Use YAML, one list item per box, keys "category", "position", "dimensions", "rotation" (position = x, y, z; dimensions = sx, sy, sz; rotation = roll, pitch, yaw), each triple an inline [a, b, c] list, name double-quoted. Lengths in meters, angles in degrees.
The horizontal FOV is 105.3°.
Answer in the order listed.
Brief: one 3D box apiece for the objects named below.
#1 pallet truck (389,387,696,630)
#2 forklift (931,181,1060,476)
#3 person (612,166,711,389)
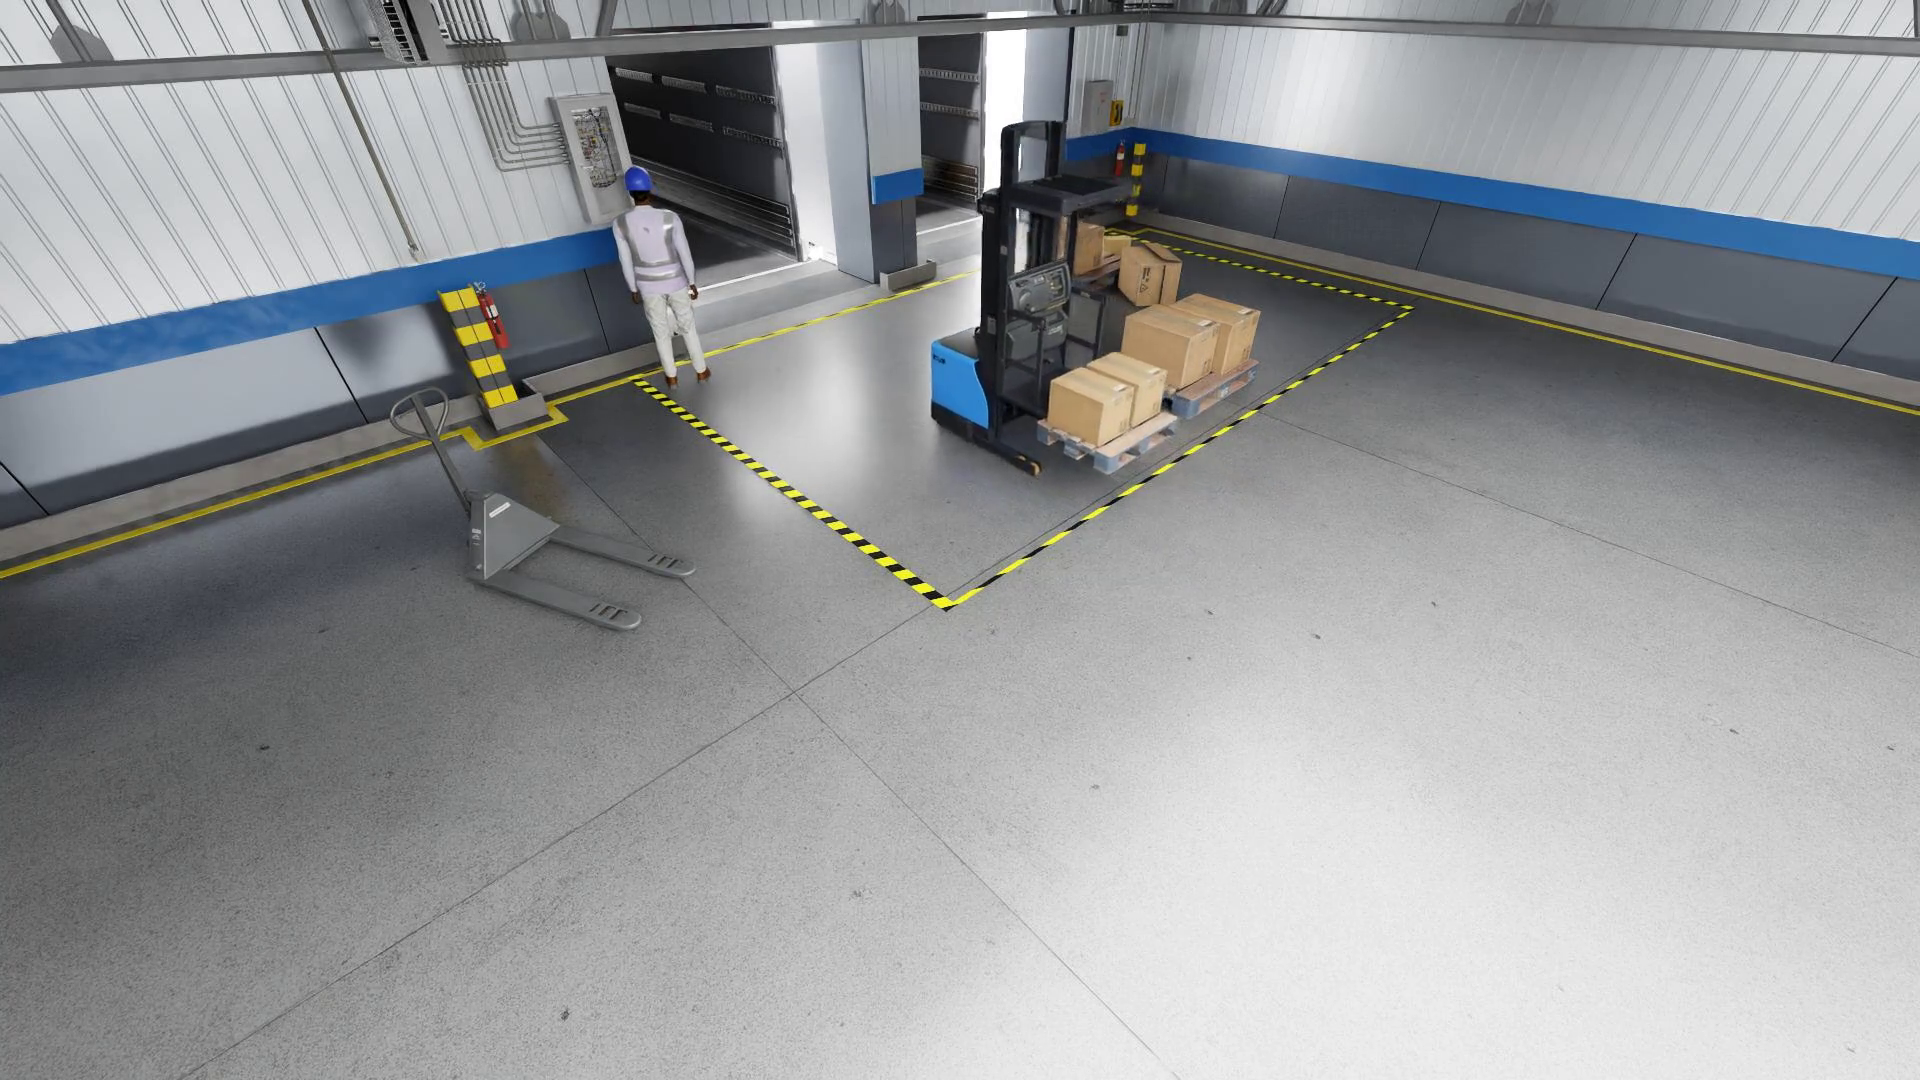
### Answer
- category: "pallet truck"
  position: [-2.613, -0.247, 4.593]
  dimensions: [1.601, 1.201, 0.680]
  rotation: [14, 40, 17]
- category: "forklift"
  position: [0.286, -1.826, 5.981]
  dimensions: [0.716, 2.013, 0.776]
  rotation: [-30, 47, -33]
- category: "person"
  position: [-2.734, -2.355, 6.741]
  dimensions: [0.612, 1.945, 0.404]
  rotation: [-12, 39, -15]
